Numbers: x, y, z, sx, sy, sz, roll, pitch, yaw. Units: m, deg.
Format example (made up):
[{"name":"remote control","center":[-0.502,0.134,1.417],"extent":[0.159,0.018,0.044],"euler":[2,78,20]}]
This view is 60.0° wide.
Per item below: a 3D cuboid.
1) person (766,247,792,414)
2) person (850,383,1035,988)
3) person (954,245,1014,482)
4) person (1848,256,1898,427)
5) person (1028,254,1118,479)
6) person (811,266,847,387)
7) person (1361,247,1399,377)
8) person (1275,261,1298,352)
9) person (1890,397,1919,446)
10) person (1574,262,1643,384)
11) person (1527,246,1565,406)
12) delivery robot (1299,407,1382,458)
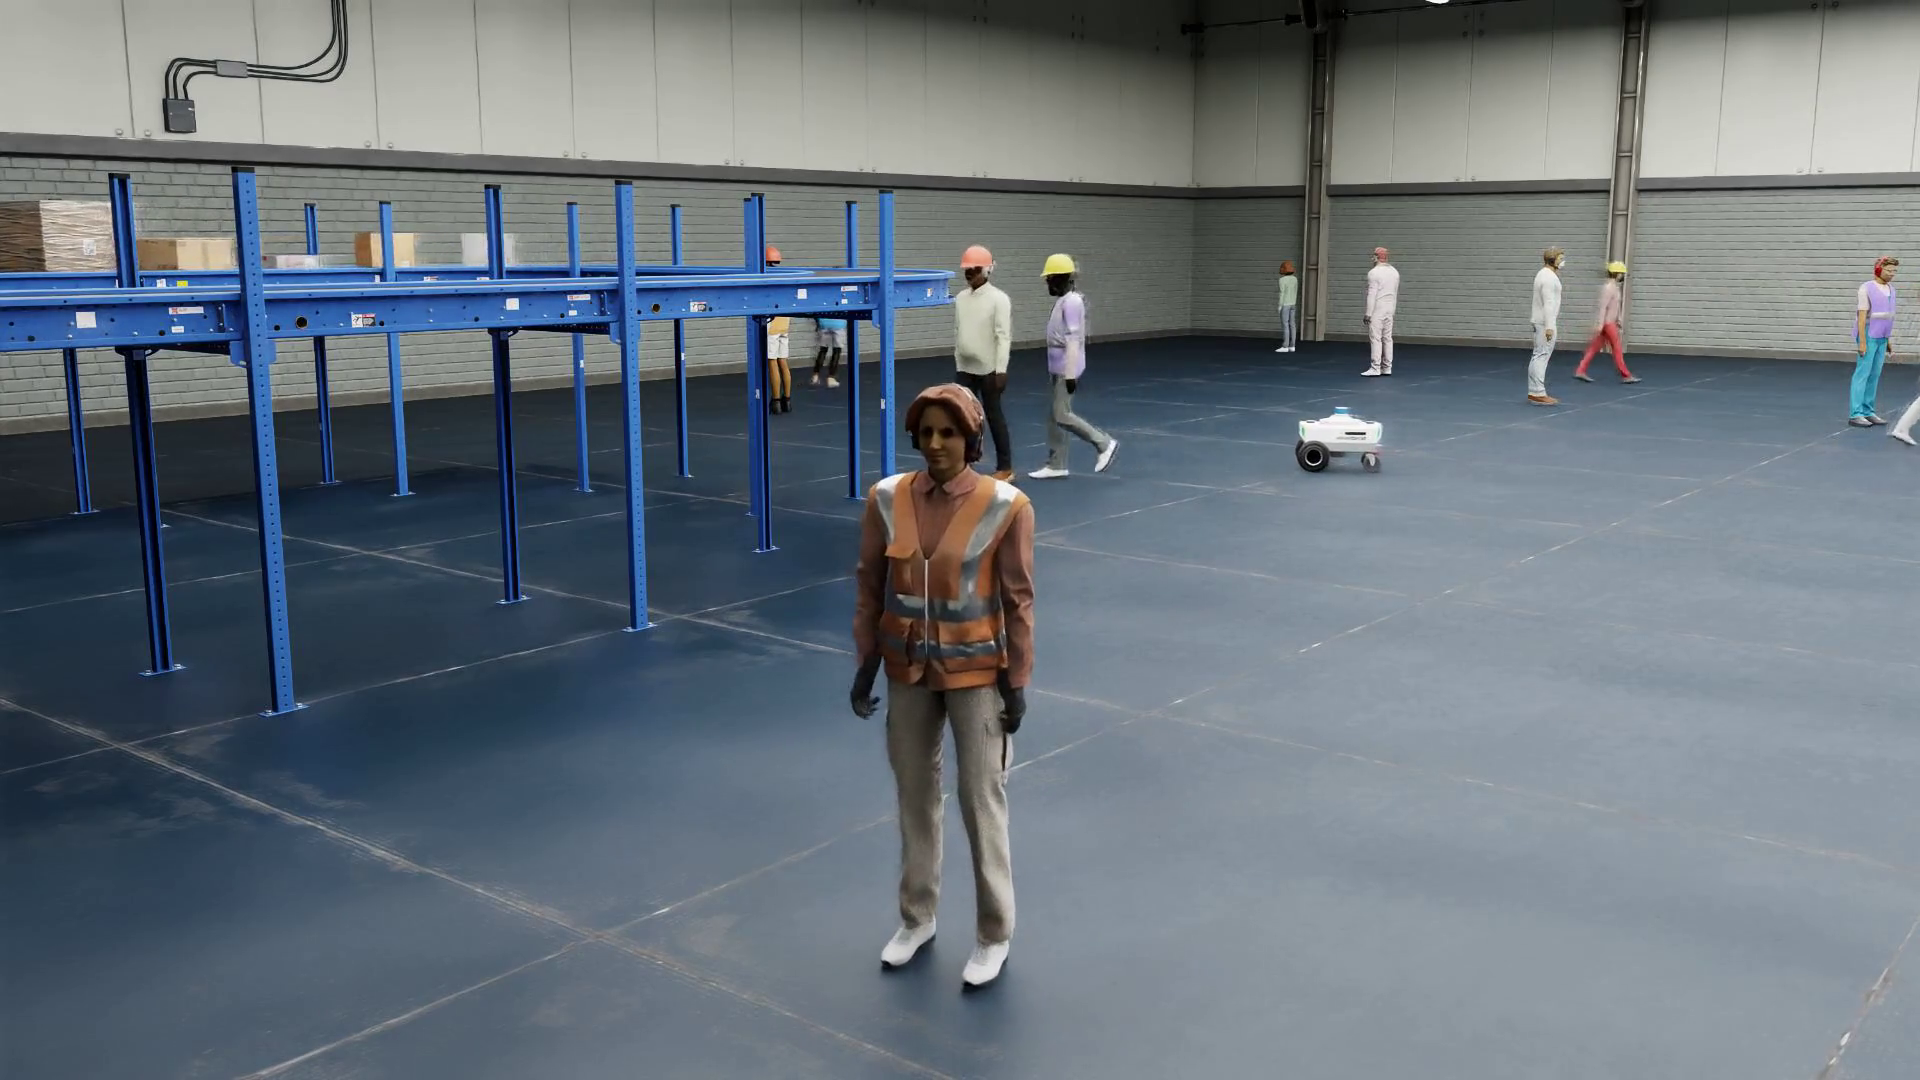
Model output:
[{"name":"person","center":[-2.202,-2.456,19.495],"extent":[0.372,1.935,0.551],"euler":[5,11,25]},{"name":"person","center":[-0.040,0.388,4.583],"extent":[0.520,1.638,0.345],"euler":[5,11,24]},{"name":"person","center":[0.167,-1.432,13.734],"extent":[0.543,1.997,0.617],"euler":[-10,14,-44]},{"name":"person","center":[9.991,-2.175,18.203],"extent":[0.562,1.840,0.390],"euler":[-6,12,-32]},{"name":"person","center":[0.955,-1.458,14.071],"extent":[0.652,1.906,0.591],"euler":[-1,10,-5]},{"name":"person","center":[-1.726,-2.940,22.925],"extent":[0.574,1.659,0.393],"euler":[3,11,18]},{"name":"person","center":[6.228,-3.390,24.760],"extent":[0.649,1.904,0.401],"euler":[-8,13,-38]},{"name":"person","center":[5.910,-4.218,30.095],"extent":[0.500,1.634,0.286],"euler":[-9,14,-41]},{"name":"person","center":[9.640,-1.696,16.242],"extent":[0.884,1.591,0.504],"euler":[4,11,21]},{"name":"person","center":[9.191,-3.073,23.528],"extent":[0.927,1.713,0.532],"euler":[6,12,28]},{"name":"person","center":[7.237,-2.646,20.542],"extent":[0.355,1.937,0.634],"euler":[2,10,11]},{"name":"delivery robot","center":[3.377,-0.938,14.774],"extent":[0.707,0.478,0.477],"euler":[2,10,9]}]
